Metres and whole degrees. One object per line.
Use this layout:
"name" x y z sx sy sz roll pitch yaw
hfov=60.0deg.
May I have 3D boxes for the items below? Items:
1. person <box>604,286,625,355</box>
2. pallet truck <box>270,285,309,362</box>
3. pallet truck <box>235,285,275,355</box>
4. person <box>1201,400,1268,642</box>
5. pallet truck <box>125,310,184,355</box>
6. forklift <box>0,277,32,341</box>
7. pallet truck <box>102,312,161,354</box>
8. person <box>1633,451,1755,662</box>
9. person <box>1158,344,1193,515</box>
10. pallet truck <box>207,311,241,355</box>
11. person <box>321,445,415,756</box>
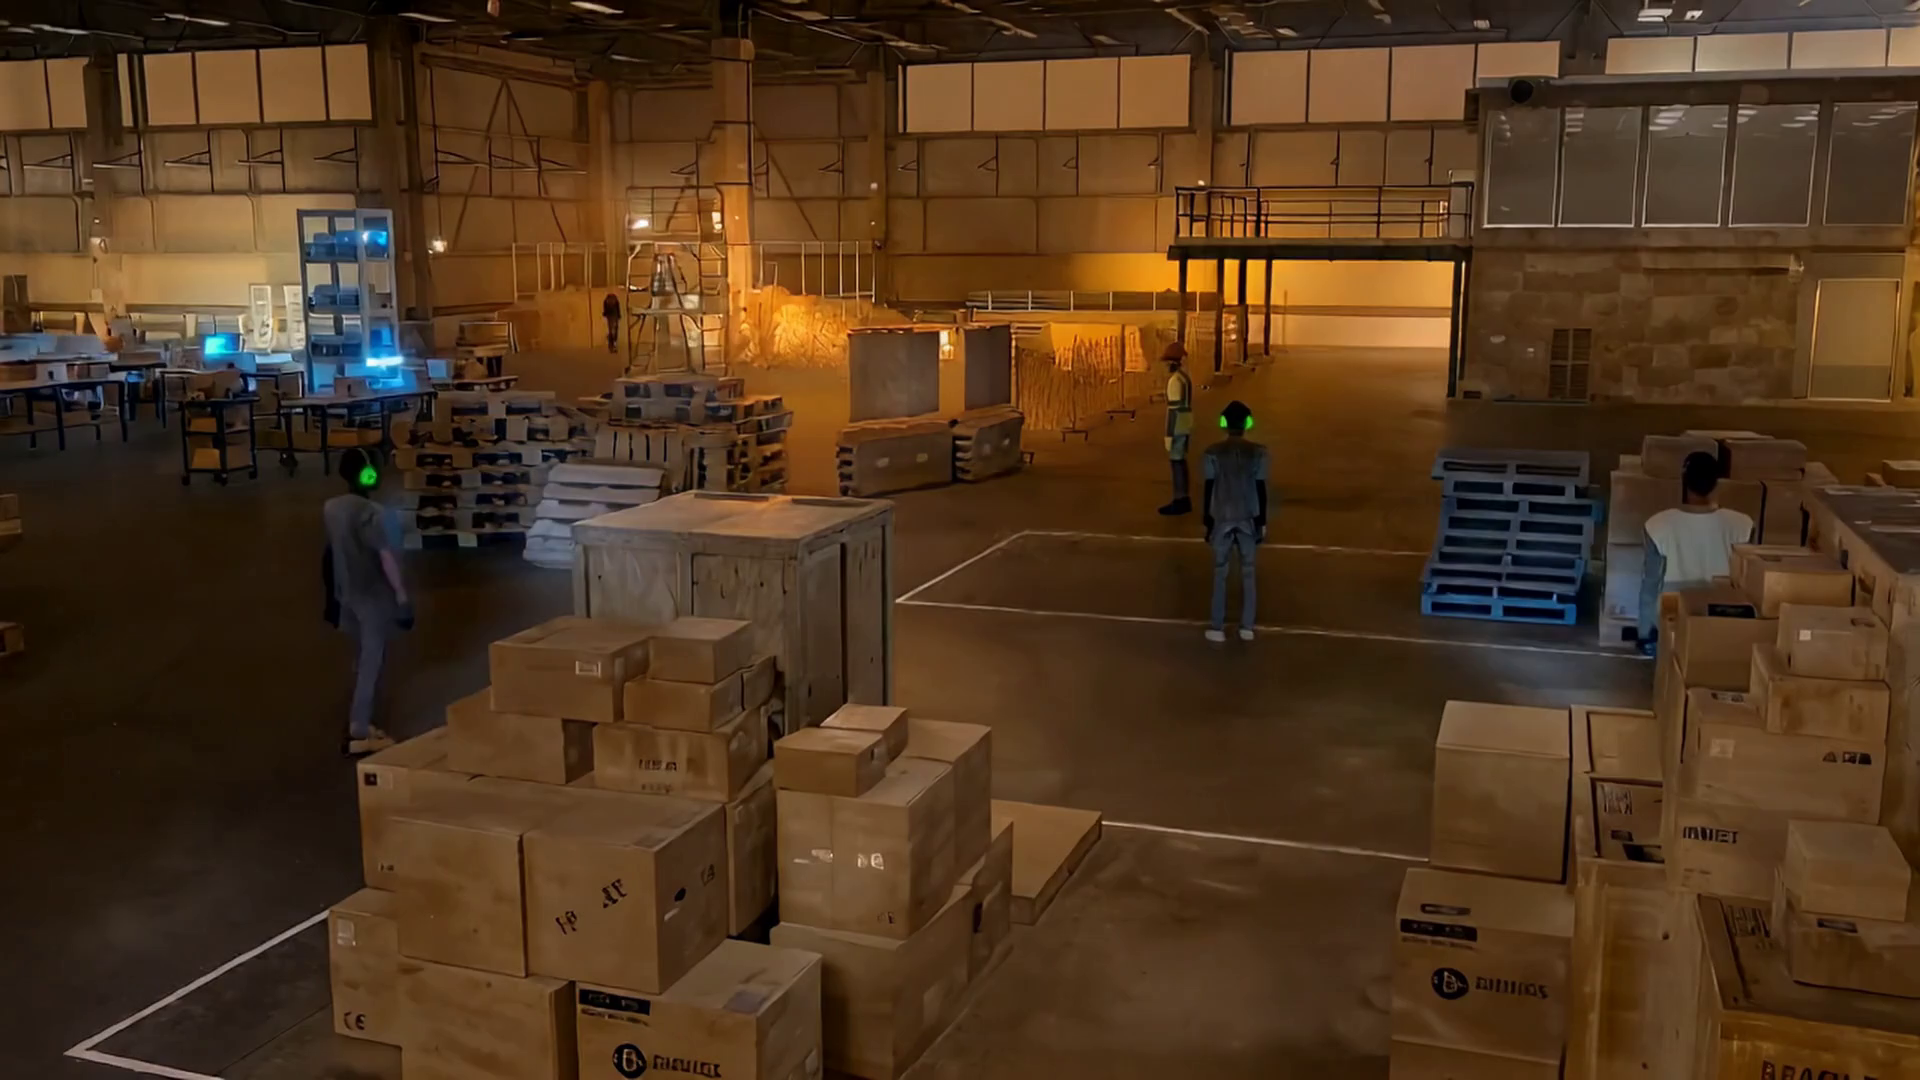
"person" -9.528 -6.050 45.924 0.402 1.907 0.661 -9 13 -41
"pallet truck" -17.147 -5.700 43.663 0.823 1.965 1.885 3 11 17
"pallet truck" -18.327 -5.835 44.421 0.823 1.965 1.885 4 11 23
"person" 2.101 -0.139 12.751 0.503 1.862 0.328 0 10 3
"pallet truck" -22.038 -5.665 45.457 0.704 1.261 1.522 3 11 17
"forklift" -27.151 -6.329 46.328 1.157 1.987 2.680 3 11 17
"pallet truck" -23.057 -5.777 46.261 0.680 1.201 1.601 3 11 19
"person" 4.013 0.473 9.117 0.587 1.920 0.395 1 10 5
"person" 2.415 -1.243 18.774 0.399 1.928 0.542 4 11 21
"pallet truck" -19.537 -5.575 44.913 0.653 1.274 1.630 3 11 19
"person" -3.535 0.362 9.953 0.529 1.852 0.524 7 12 35
